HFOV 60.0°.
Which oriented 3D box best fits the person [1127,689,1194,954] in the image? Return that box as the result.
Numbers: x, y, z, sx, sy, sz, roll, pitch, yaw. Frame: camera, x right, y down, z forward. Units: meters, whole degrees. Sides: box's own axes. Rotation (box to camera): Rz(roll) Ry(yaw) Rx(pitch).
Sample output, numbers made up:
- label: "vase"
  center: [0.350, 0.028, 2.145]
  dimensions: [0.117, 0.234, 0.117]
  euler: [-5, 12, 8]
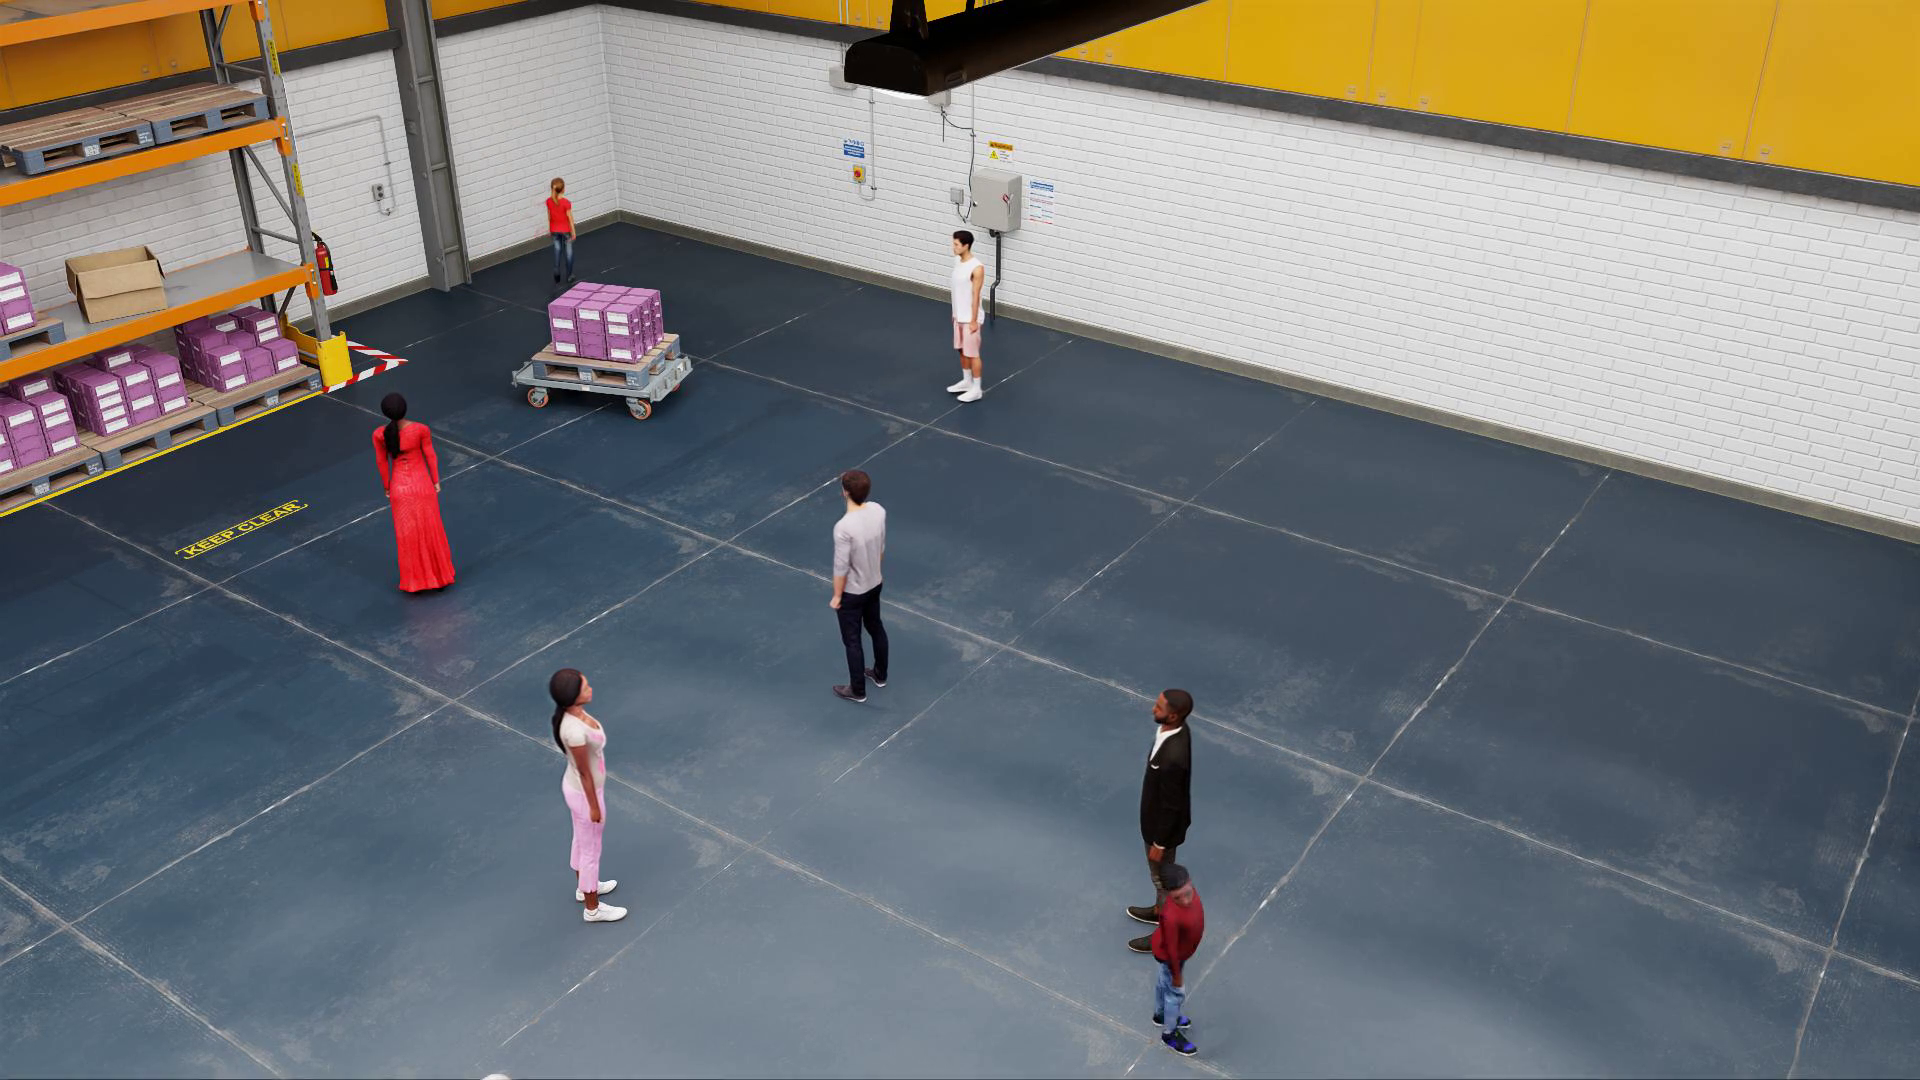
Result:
- label: "person"
  center: [1.199, 1.629, 9.744]
  dimensions: [0.801, 1.800, 0.680]
  euler: [2, 29, 4]

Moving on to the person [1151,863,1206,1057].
- label: "person"
  center: [1.186, 2.253, 9.187]
  dimensions: [0.645, 1.238, 0.555]
  euler: [3, 29, 5]

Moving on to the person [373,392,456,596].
- label: "person"
  center: [-4.433, -0.376, 13.442]
  dimensions: [0.713, 1.779, 0.779]
  euler: [-6, 29, -11]

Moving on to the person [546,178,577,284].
- label: "person"
  center: [-4.828, -3.696, 20.031]
  dimensions: [0.638, 1.297, 0.732]
  euler: [3, 29, 6]

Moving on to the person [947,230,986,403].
- label: "person"
  center: [0.095, -2.299, 16.966]
  dimensions: [0.734, 1.780, 0.736]
  euler: [-14, 32, -24]

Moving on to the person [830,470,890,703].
- label: "person"
  center: [-0.727, 0.320, 12.099]
  dimensions: [0.730, 1.843, 0.490]
  euler: [21, 35, 34]

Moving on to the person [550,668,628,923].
- label: "person"
  center: [-2.266, 1.515, 10.014]
  dimensions: [0.676, 1.741, 0.660]
  euler: [-11, 31, -20]
